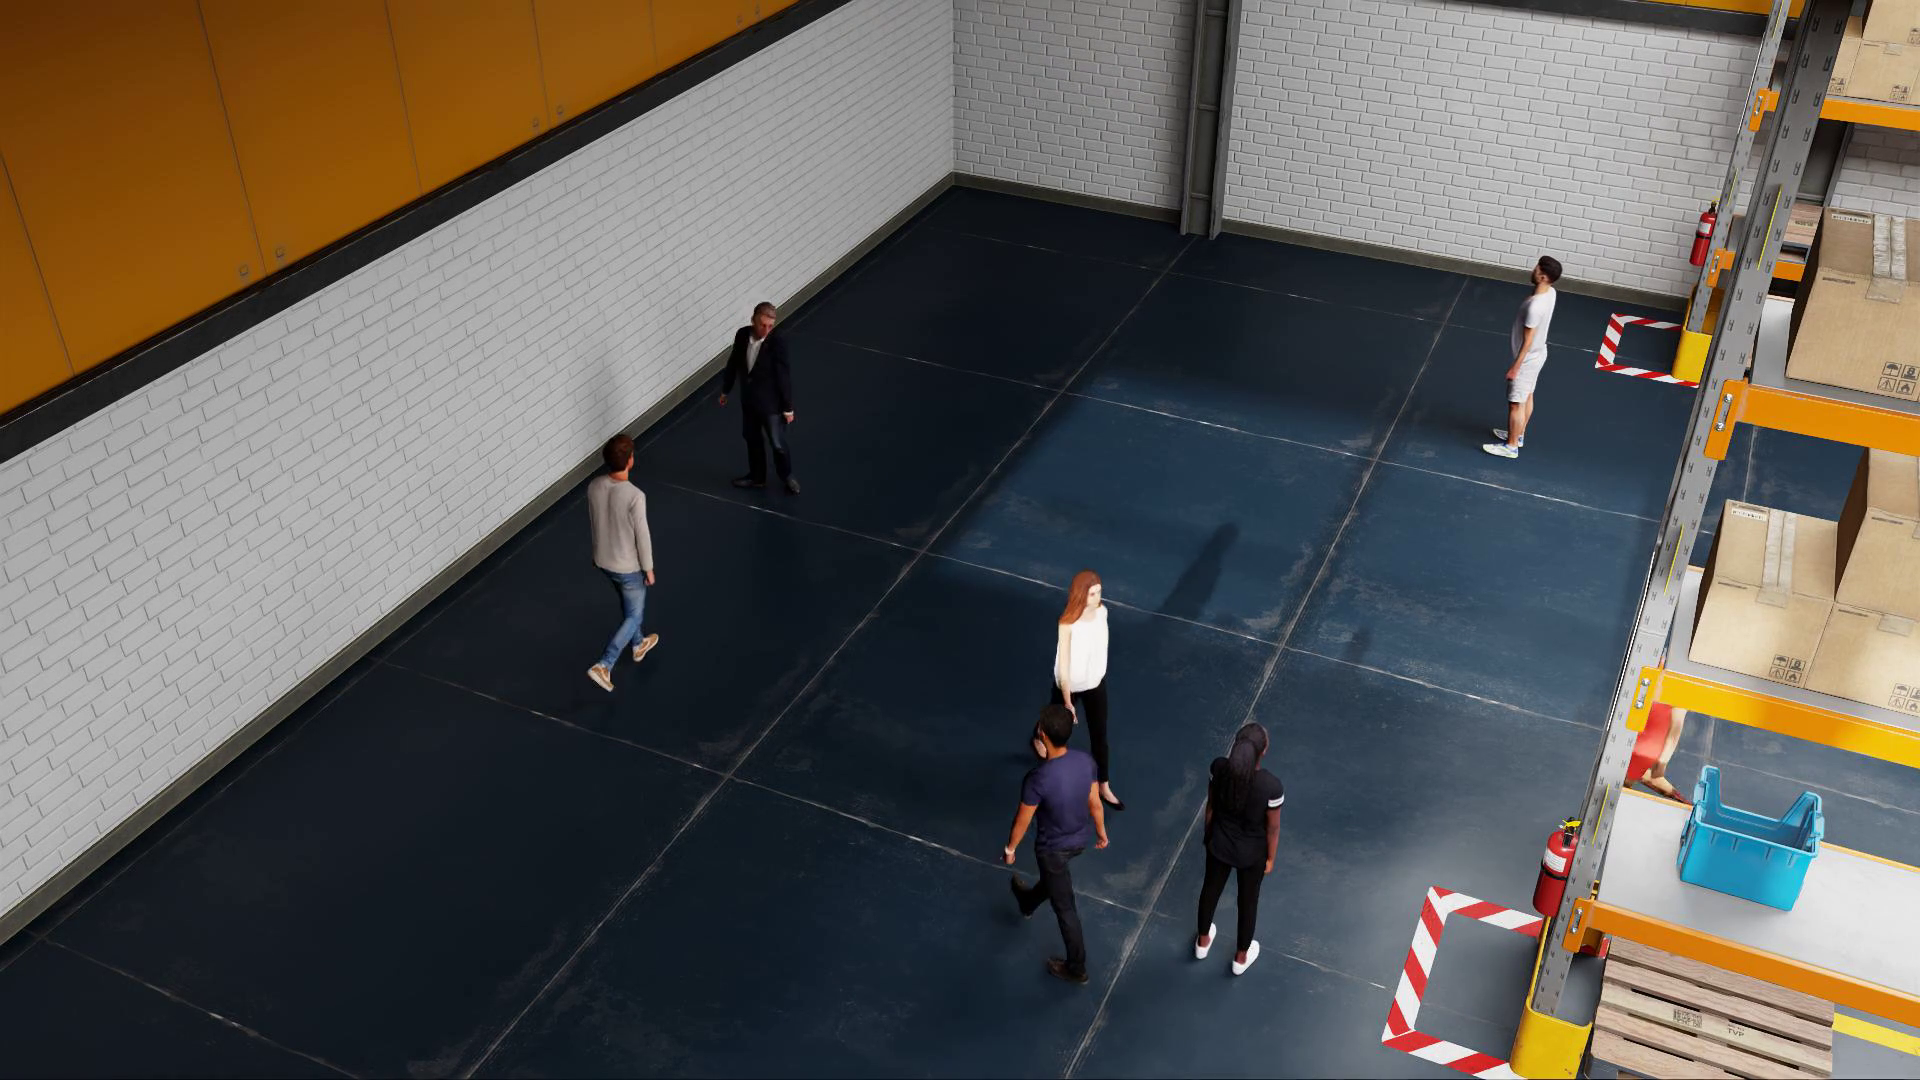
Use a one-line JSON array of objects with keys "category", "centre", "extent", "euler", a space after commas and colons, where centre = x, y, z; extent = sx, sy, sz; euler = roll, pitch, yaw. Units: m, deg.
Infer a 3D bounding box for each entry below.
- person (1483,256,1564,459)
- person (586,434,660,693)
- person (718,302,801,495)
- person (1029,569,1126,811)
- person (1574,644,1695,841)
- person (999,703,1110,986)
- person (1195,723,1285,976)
[{"category": "person", "centre": [4.911, -1.588, 14.374], "extent": [0.603, 1.856, 0.700], "euler": [19, 38, 26]}, {"category": "person", "centre": [-2.427, 0.203, 11.669], "extent": [1.052, 1.868, 0.828], "euler": [19, 38, 26]}, {"category": "person", "centre": [-1.652, -1.198, 13.849], "extent": [0.933, 1.788, 0.648], "euler": [-26, 41, -33]}, {"category": "person", "centre": [0.700, 0.906, 10.780], "extent": [0.987, 1.681, 1.169], "euler": [-19, 38, -26]}, {"category": "person", "centre": [4.333, 1.250, 10.251], "extent": [1.062, 1.695, 0.822], "euler": [3, 34, 5]}, {"category": "person", "centre": [0.625, 1.775, 9.428], "extent": [1.064, 1.730, 1.227], "euler": [-25, 41, -32]}, {"category": "person", "centre": [1.582, 1.746, 9.474], "extent": [0.502, 1.728, 0.678], "euler": [19, 38, 26]}]
